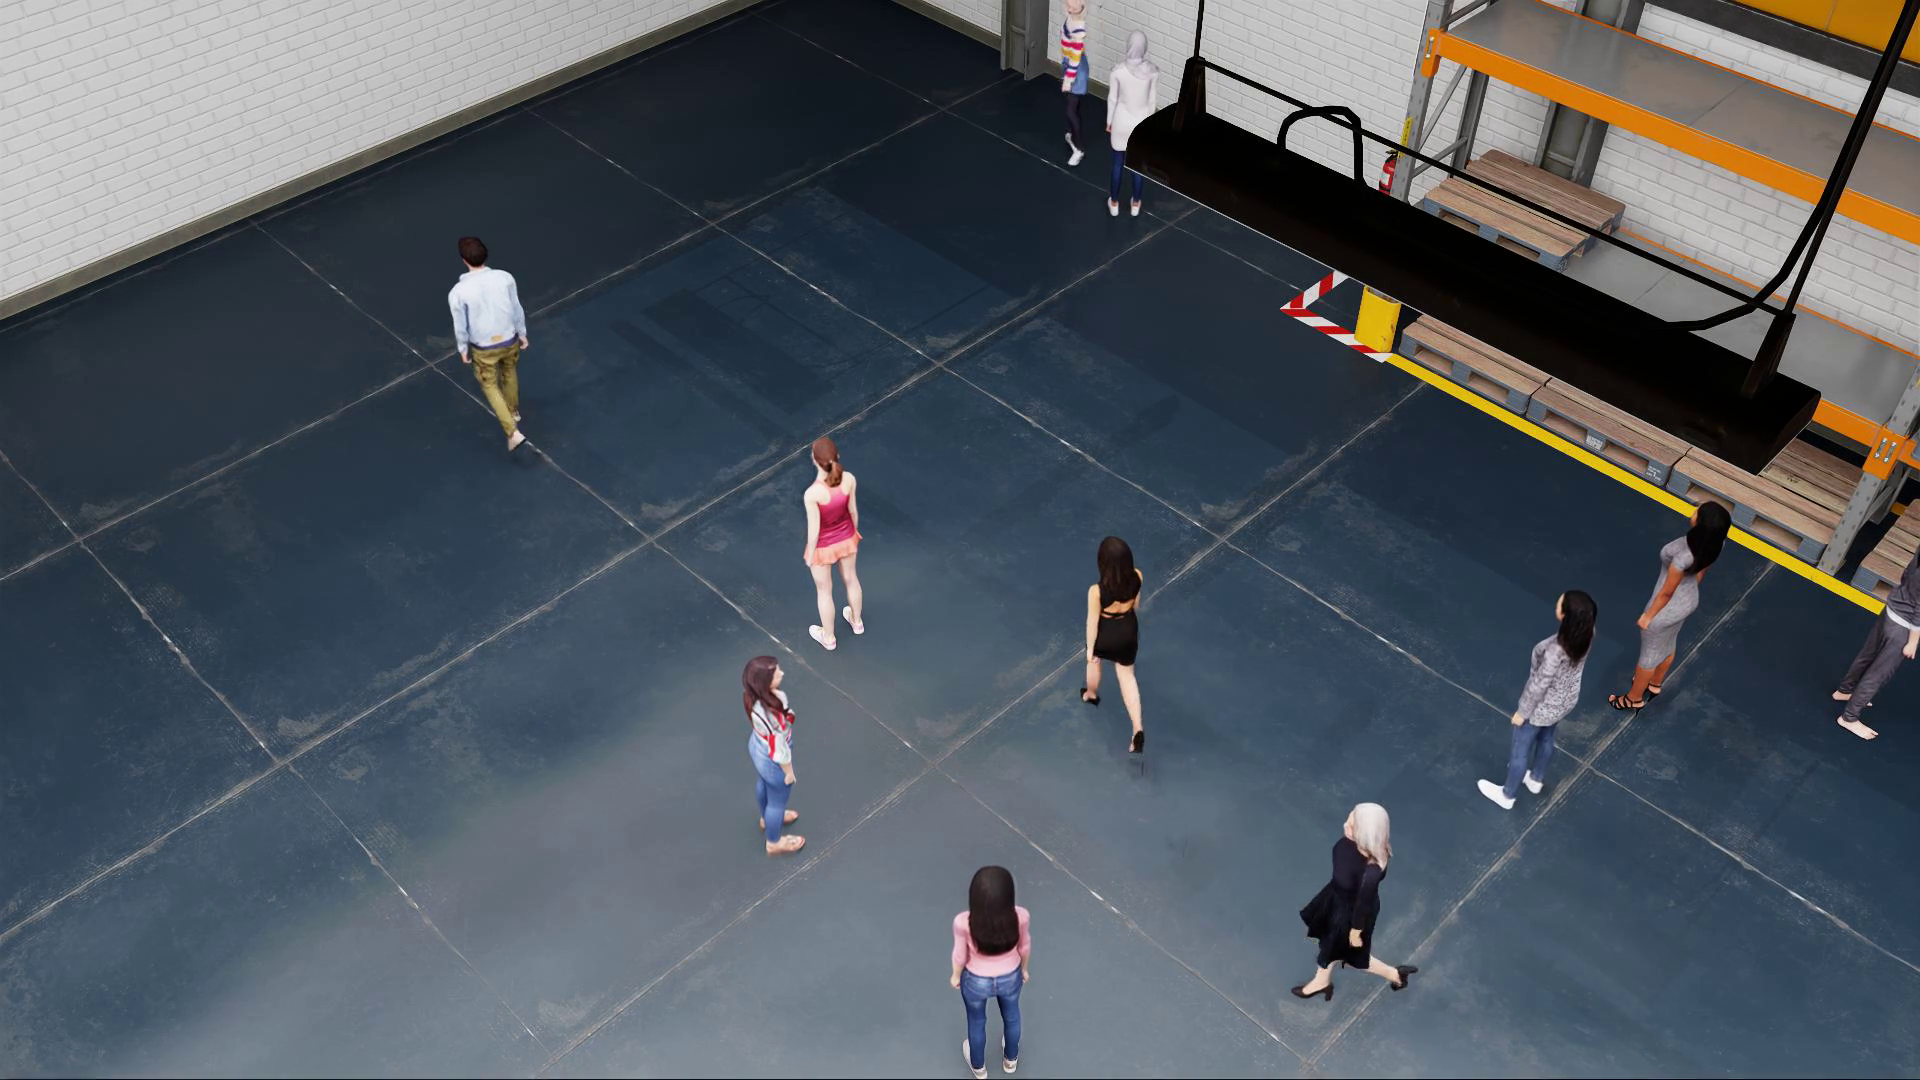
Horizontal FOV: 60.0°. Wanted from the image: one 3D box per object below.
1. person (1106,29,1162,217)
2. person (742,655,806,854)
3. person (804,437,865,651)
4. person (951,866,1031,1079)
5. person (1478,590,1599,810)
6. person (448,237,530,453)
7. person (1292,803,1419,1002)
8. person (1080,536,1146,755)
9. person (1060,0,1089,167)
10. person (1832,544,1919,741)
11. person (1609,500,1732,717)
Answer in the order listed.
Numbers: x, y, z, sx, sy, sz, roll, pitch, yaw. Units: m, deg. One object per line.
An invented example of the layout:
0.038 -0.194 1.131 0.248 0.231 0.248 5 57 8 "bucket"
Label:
1.546 -3.736 14.962 0.665 1.775 0.753 6 44 6 "person"
-1.123 1.251 9.846 0.708 1.612 0.570 -17 46 -17 "person"
-0.853 0.013 11.043 0.589 1.753 0.580 -28 50 -26 "person"
0.161 2.264 8.688 0.640 1.742 0.671 -7 44 -7 "person"
3.557 0.971 10.053 0.642 1.730 0.569 -28 50 -27 "person"
-3.507 -1.464 12.565 0.808 1.791 1.094 -25 49 -24 "person"
2.185 1.998 8.978 1.026 1.727 0.933 4 44 4 "person"
1.010 0.674 10.442 0.834 1.624 1.077 -14 45 -14 "person"
1.103 -4.462 15.720 0.840 1.781 0.769 9 44 9 "person"
5.953 0.516 10.506 0.671 1.764 0.675 11 45 12 "person"
4.527 0.441 10.573 0.619 1.781 0.573 -25 49 -24 "person"
